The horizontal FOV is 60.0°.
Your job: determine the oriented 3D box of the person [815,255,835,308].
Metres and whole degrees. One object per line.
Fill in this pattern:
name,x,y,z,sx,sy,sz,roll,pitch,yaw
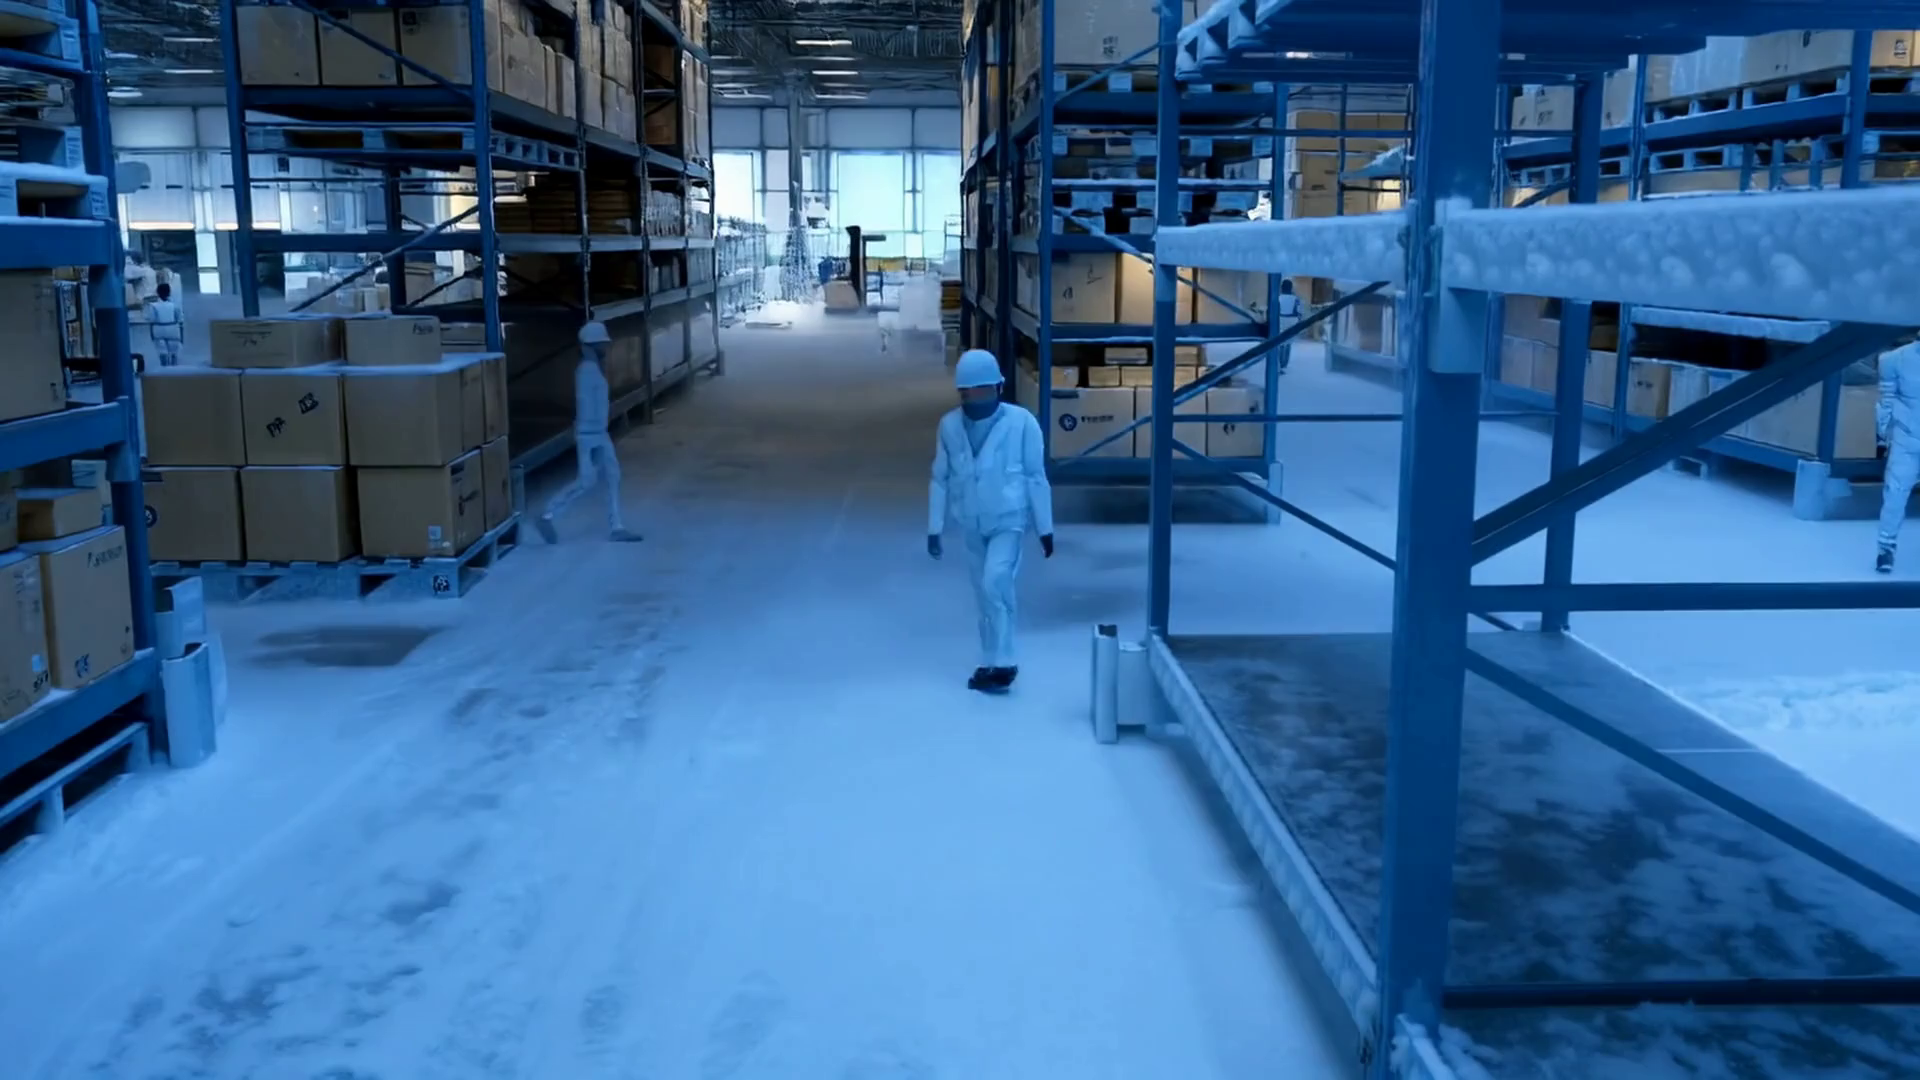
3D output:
person,-4.818,-9.177,59.058,0.670,1.865,1.019,-3,11,-18

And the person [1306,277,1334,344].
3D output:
person,8.286,-5.502,38.241,0.376,1.995,0.611,-10,14,-44

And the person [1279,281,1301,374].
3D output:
person,5.805,-3.805,29.744,0.544,1.647,0.861,0,10,2

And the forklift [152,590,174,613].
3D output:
forklift,-5.858,-0.811,9.639,1.873,2.768,1.129,-1,10,-3

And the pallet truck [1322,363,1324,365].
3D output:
pallet truck,7.712,-4.157,30.737,1.885,1.965,0.823,3,11,16

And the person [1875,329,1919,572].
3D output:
person,6.818,-0.695,11.745,0.645,1.898,0.396,4,11,22

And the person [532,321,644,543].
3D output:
person,-2.897,-0.824,12.858,0.777,1.739,0.529,0,10,-2

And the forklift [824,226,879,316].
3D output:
forklift,-3.307,-8.435,52.113,1.873,2.768,1.129,0,10,-2

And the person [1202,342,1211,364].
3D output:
person,4.200,-3.907,29.651,0.983,1.895,0.561,-9,14,-42

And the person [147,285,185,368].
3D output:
person,-12.863,-3.305,26.972,0.544,1.650,0.902,-6,12,-31

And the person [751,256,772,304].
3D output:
person,-7.340,-9.531,61.209,0.938,1.796,0.646,3,11,15

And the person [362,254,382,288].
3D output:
person,-16.351,-6.941,46.126,0.824,2.000,0.703,-1,10,-8

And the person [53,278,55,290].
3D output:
person,-20.505,-5.288,37.128,0.368,1.966,0.603,9,13,40

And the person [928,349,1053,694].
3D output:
person,0.148,-0.083,8.580,0.665,1.806,0.504,5,11,27
